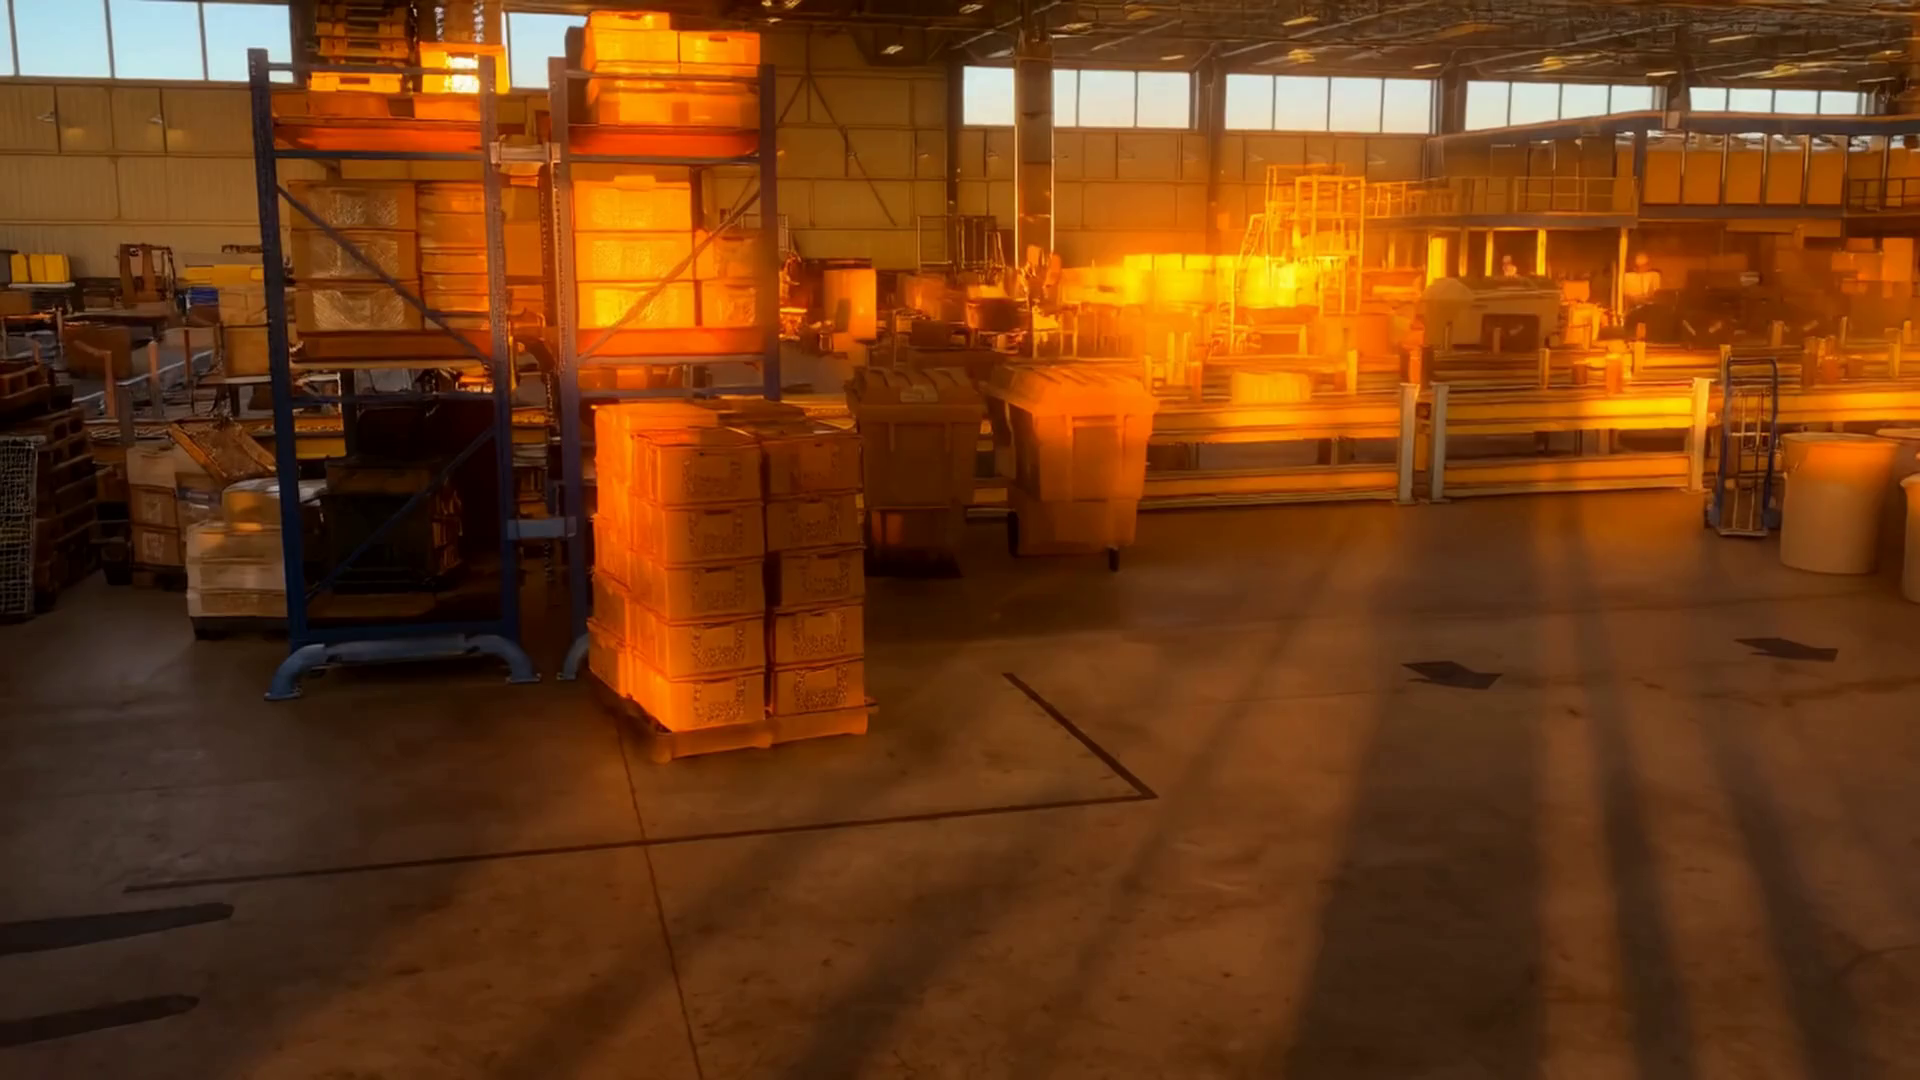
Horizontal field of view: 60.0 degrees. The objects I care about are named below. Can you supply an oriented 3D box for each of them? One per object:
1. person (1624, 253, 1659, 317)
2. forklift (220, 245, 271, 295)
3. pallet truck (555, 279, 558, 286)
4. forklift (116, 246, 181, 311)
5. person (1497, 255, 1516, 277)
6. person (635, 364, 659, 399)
[{"bbox_3d":[12.925,-4.441,31.589,0.618,2.013,0.943,4,11,20],"label":"person"},{"bbox_3d":[-17.749,-6.334,41.440,1.157,1.987,2.680,-3,10,-17],"label":"forklift"},{"bbox_3d":[-10.604,-6.375,44.520,0.653,1.274,1.630,-3,10,-15],"label":"pallet truck"},{"bbox_3d":[-19.966,-6.232,40.894,1.157,1.987,2.680,-3,10,-15],"label":"forklift"},{"bbox_3d":[16.817,-7.858,51.304,0.615,1.867,0.525,-3,10,-14],"label":"person"},{"bbox_3d":[-3.940,-2.418,20.900,0.873,1.732,0.530,10,14,44],"label":"person"}]
